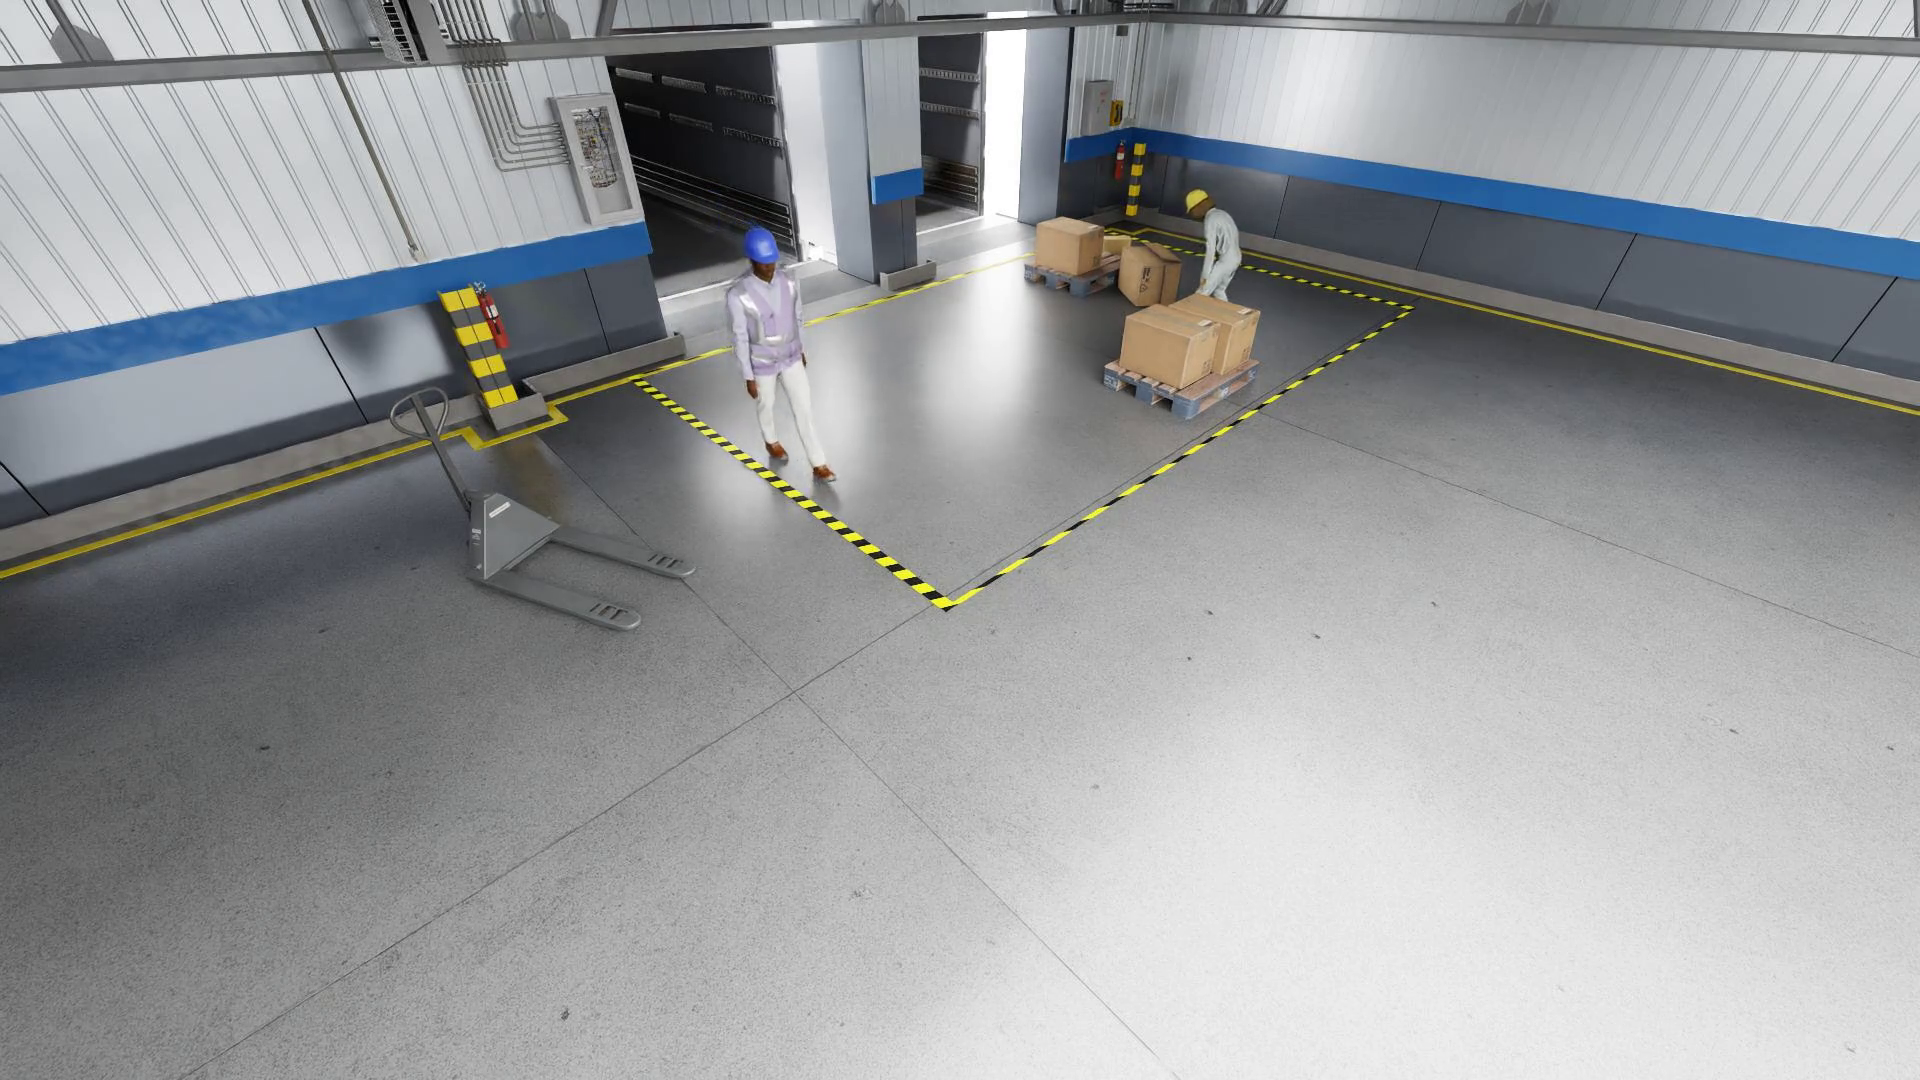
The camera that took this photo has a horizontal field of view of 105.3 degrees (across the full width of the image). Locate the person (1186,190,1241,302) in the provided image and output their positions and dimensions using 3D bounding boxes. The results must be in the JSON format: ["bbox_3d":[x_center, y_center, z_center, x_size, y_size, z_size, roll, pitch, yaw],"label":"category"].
[{"bbox_3d":[2.633,-2.881,7.808,0.735,1.488,0.660,20,42,24],"label":"person"}]

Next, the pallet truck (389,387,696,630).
[{"bbox_3d":[-2.613,-0.247,4.593,1.601,1.201,0.680,14,40,17],"label":"pallet truck"}]

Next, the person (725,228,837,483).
[{"bbox_3d":[-1.333,-1.308,5.422,0.640,1.889,0.987,-26,45,-29],"label":"person"}]
